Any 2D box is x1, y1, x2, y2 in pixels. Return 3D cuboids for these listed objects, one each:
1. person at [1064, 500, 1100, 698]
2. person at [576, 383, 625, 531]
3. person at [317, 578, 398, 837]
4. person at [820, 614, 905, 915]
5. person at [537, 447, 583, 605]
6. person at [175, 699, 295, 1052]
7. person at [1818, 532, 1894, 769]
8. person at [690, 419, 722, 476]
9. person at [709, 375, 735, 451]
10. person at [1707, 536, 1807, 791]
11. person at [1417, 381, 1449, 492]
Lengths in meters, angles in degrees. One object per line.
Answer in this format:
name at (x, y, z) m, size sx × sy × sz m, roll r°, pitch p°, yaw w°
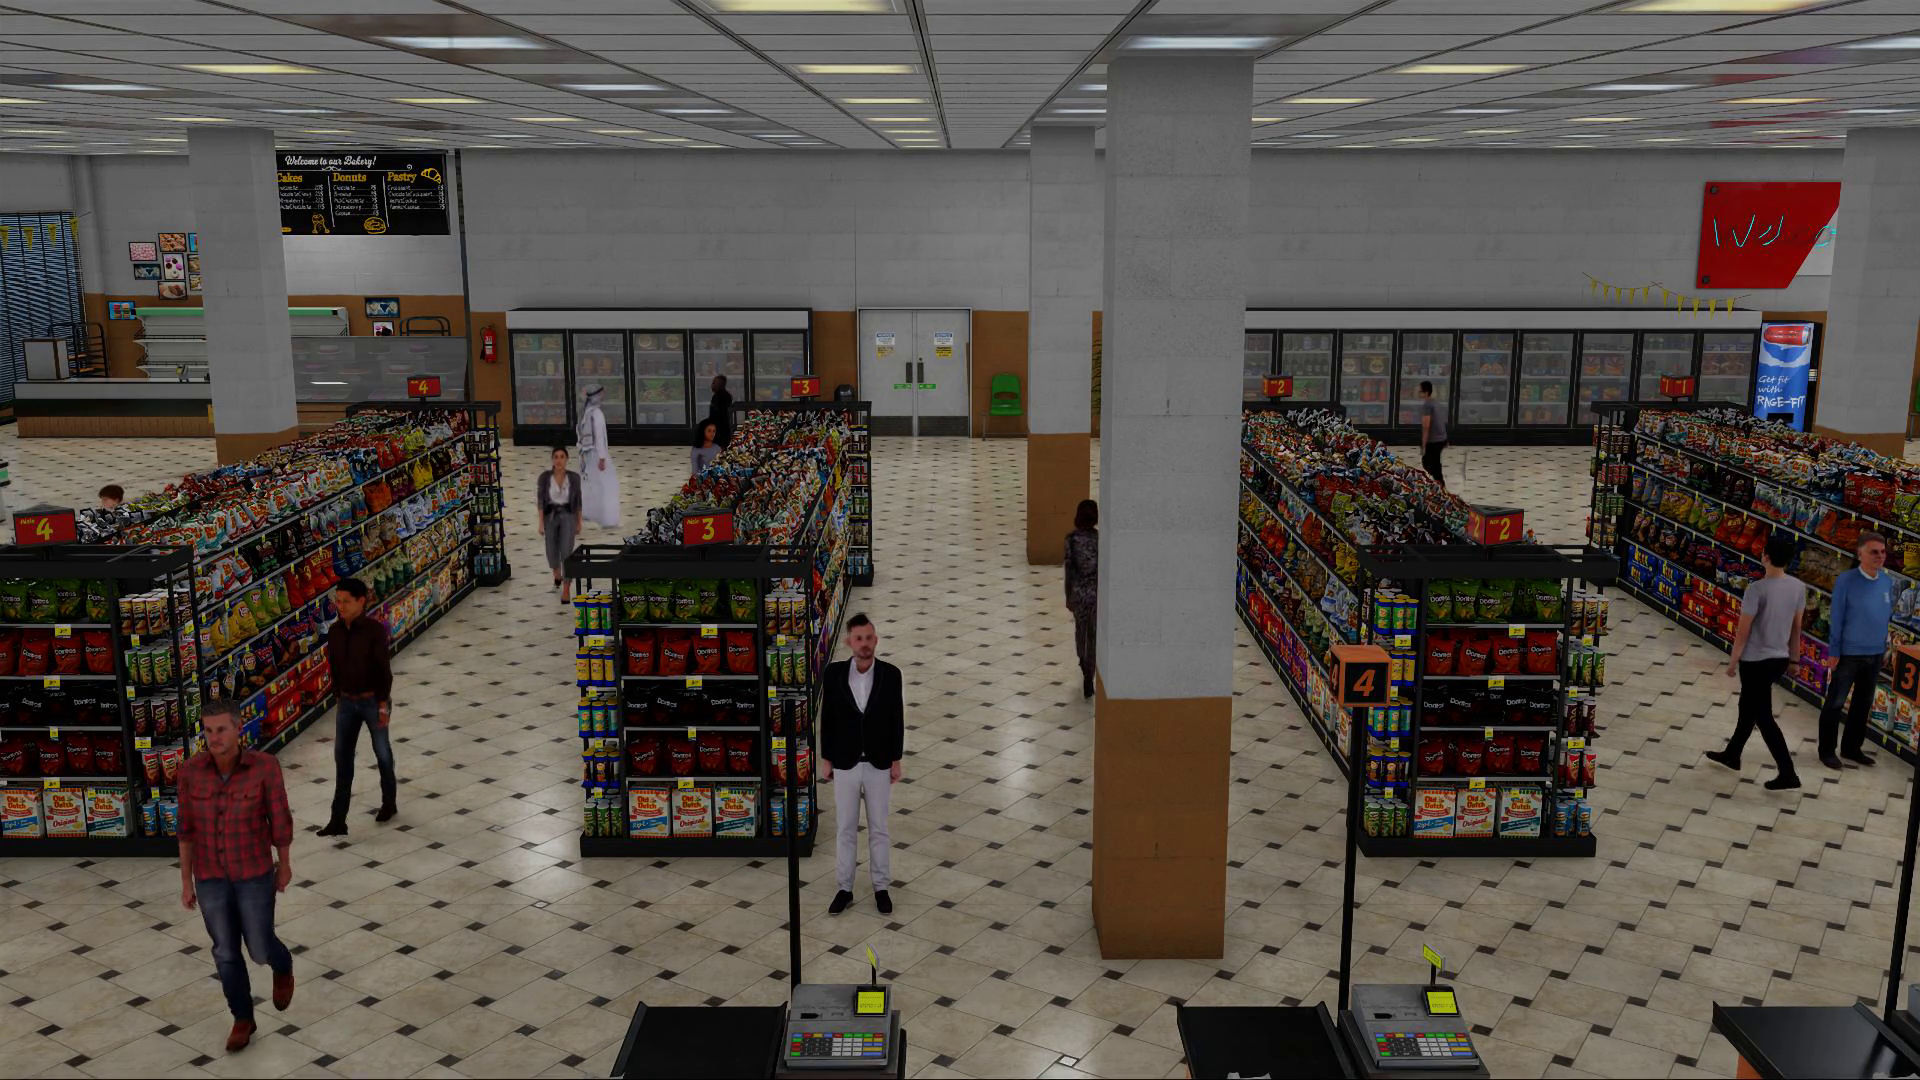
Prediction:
person at (1.107, 0.532, 14.324) m, size 0.718 × 1.667 × 1.169 m, roll 2°, pitch 12°, yaw 10°
person at (-4.727, -1.043, 21.226) m, size 1.096 × 1.904 × 1.079 m, roll -9°, pitch 15°, yaw -37°
person at (-4.024, 1.110, 11.382) m, size 0.778 × 1.747 × 1.036 m, roll 2°, pitch 12°, yaw 9°
person at (-0.587, 1.340, 10.052) m, size 0.644 × 1.845 × 0.535 m, roll 0°, pitch 12°, yaw 0°
person at (-4.260, -0.170, 17.695) m, size 0.758 × 1.652 × 1.091 m, roll -2°, pitch 12°, yaw -12°
person at (-3.696, 1.674, 8.537) m, size 0.724 × 1.817 × 0.798 m, roll -1°, pitch 12°, yaw -6°
person at (6.809, 0.815, 12.614) m, size 0.705 × 1.817 × 0.630 m, roll -3°, pitch 12°, yaw -12°
person at (-2.927, -0.541, 19.242) m, size 0.747 × 1.741 × 0.661 m, roll 9°, pitch 15°, yaw 37°
person at (-3.340, -1.423, 23.265) m, size 0.826 × 1.807 × 0.562 m, roll 2°, pitch 12°, yaw 9°
person at (5.886, 0.926, 12.056) m, size 0.963 × 1.830 × 1.247 m, roll -4°, pitch 13°, yaw -20°
person at (6.656, -1.344, 23.114) m, size 0.870 × 1.716 × 0.801 m, roll 9°, pitch 15°, yaw 36°
